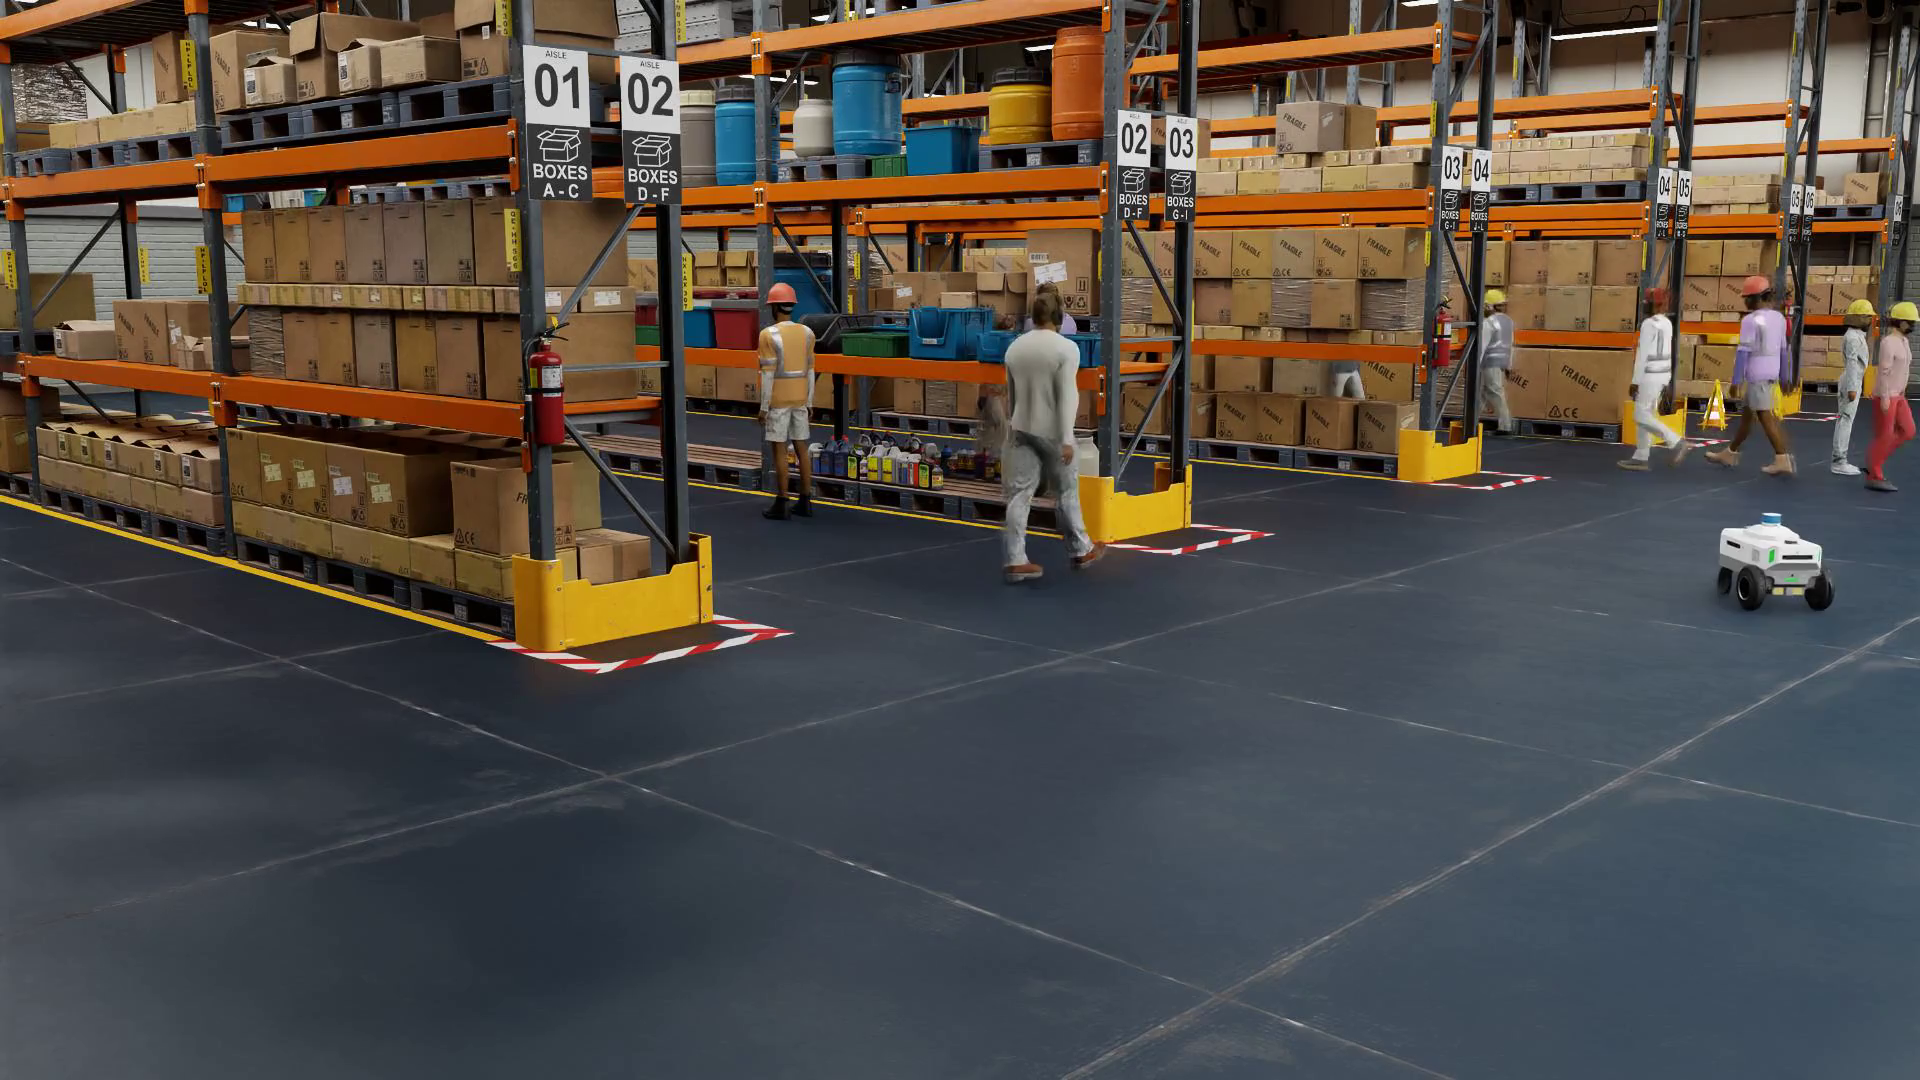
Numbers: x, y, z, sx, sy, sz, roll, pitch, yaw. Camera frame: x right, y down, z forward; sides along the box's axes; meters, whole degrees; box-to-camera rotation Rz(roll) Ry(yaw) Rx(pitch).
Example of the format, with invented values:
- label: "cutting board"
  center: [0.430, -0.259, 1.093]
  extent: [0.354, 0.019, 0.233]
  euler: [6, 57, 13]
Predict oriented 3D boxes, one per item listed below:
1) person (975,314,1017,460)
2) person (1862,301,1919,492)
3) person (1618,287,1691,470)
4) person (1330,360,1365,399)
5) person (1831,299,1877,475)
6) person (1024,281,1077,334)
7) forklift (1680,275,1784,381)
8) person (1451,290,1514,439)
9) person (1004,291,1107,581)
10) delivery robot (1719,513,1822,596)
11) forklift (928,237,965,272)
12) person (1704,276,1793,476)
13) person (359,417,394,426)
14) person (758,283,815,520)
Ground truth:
- label: "person"
  center: [0.376, -1.368, 16.082]
  extent: [0.610, 1.601, 0.534]
  euler: [2, 10, 15]
- label: "person"
  center: [8.638, -1.322, 15.370]
  extent: [0.552, 1.749, 0.367]
  euler: [-8, 13, -42]
- label: "person"
  center: [7.074, -1.622, 16.850]
  extent: [0.650, 1.869, 0.586]
  euler: [8, 12, 40]
- label: "person"
  center: [4.578, -1.940, 19.557]
  extent: [0.529, 1.607, 0.621]
  euler: [-5, 11, -29]
- label: "person"
  center: [8.999, -1.541, 16.741]
  extent: [0.299, 1.743, 0.493]
  euler: [5, 11, 29]
- label: "person"
  center: [0.815, -1.443, 15.541]
  extent: [0.372, 1.940, 0.632]
  euler: [9, 13, 44]
- label: "forklift"
  center: [12.480, -3.427, 27.053]
  extent: [1.214, 2.155, 2.313]
  euler: [9, 13, 43]
- label: "person"
  center: [6.410, -2.149, 20.313]
  extent: [0.898, 1.785, 0.621]
  euler: [9, 13, 44]
- label: "person"
  center: [0.621, -0.703, 11.125]
  extent: [0.655, 1.893, 0.975]
  euler: [8, 12, 41]
- label: "delivery robot"
  center: [5.010, 0.077, 10.299]
  extent: [0.477, 0.478, 0.707]
  euler: [0, 9, 0]
- label: "forklift"
  center: [-0.326, -5.817, 39.609]
  extent: [1.129, 2.768, 1.873]
  euler: [9, 13, 43]
- label: "person"
  center: [8.024, -1.658, 16.766]
  extent: [0.634, 1.976, 1.058]
  euler: [-6, 11, -33]
- label: "person"
  center: [-5.520, -1.285, 15.548]
  extent: [0.418, 1.617, 0.515]
  euler: [7, 11, 36]
- label: "person"
  center: [-1.452, -1.150, 13.749]
  extent: [0.551, 1.934, 0.373]
  euler: [-9, 13, -44]
